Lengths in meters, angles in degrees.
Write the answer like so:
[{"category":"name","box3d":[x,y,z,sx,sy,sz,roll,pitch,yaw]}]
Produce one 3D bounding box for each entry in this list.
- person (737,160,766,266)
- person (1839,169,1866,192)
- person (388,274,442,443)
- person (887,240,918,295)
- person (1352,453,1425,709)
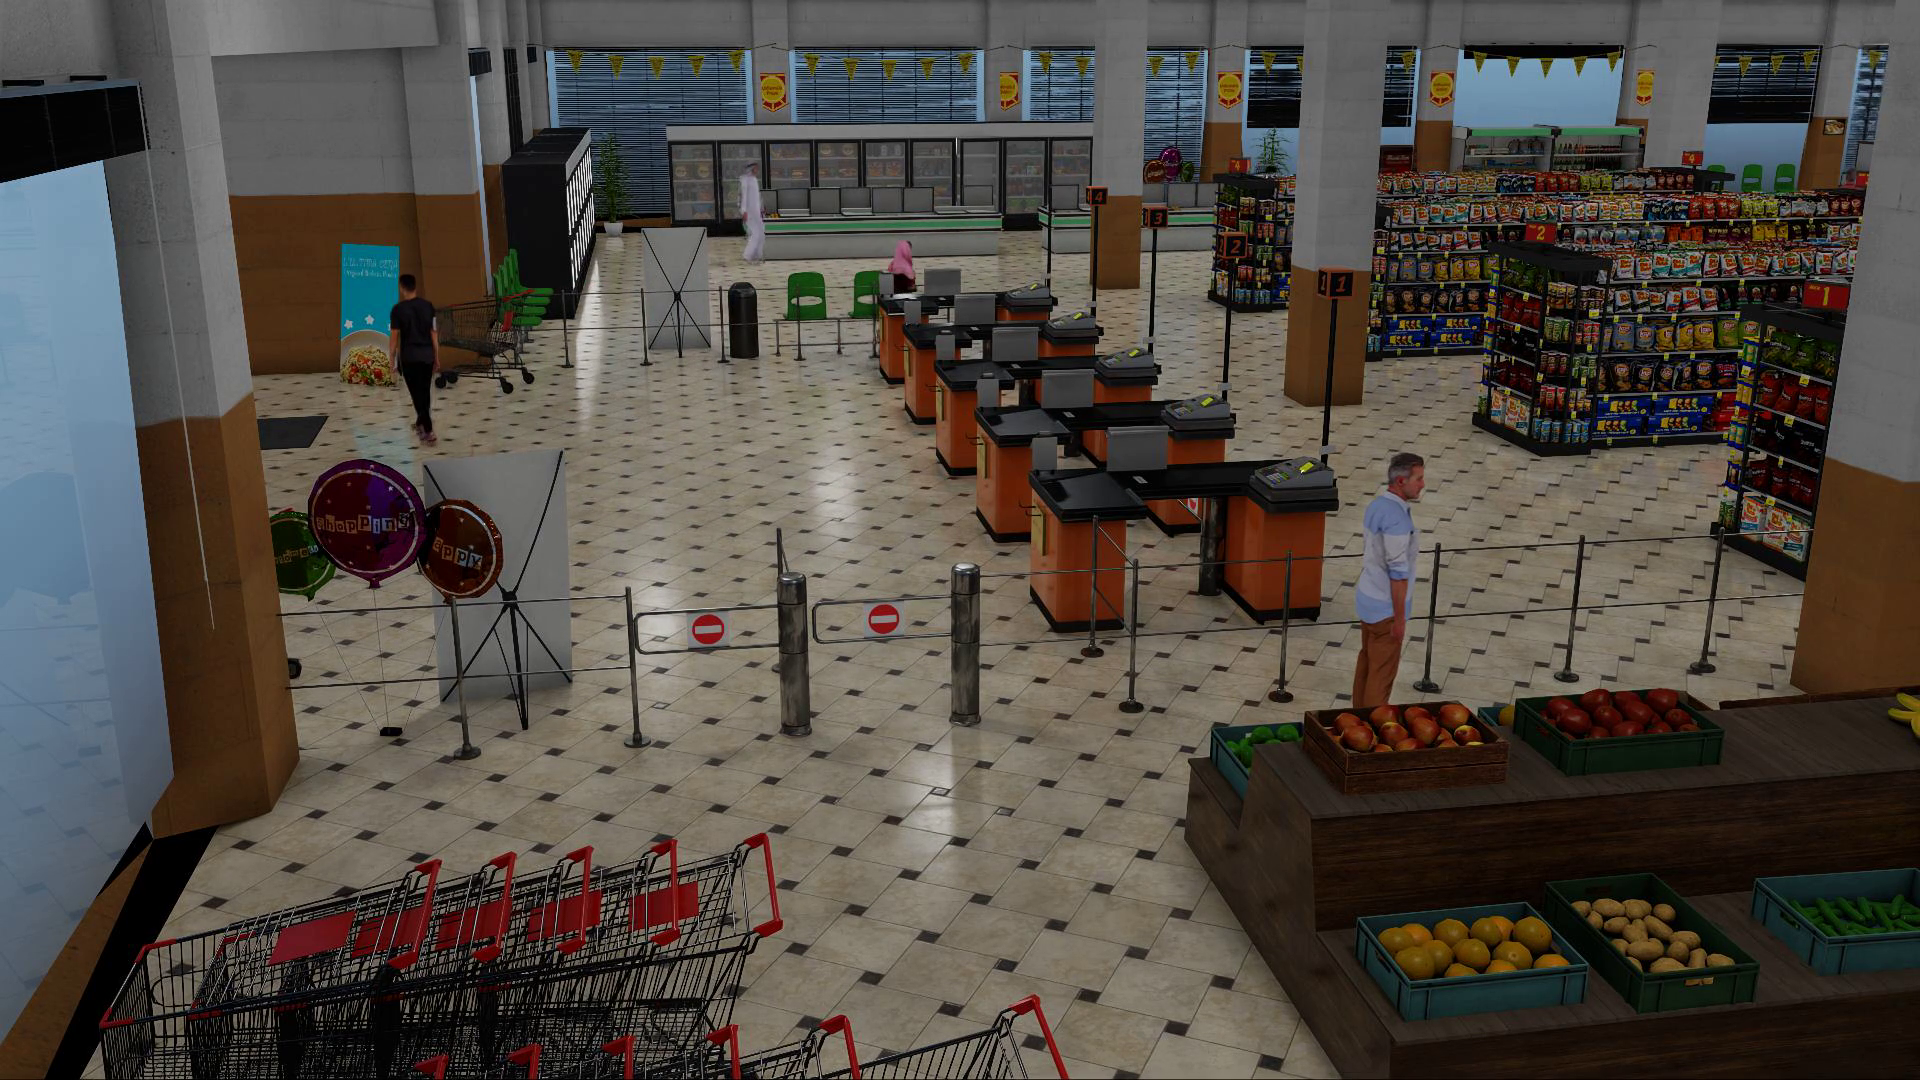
[{"category":"person","box3d":[-3.940,-6.078,30.880,0.942,1.919,0.895,6,18,19]},{"category":"person","box3d":[16.002,-5.782,30.058,0.573,1.831,0.793,1,17,3]},{"category":"person","box3d":[-5.631,-1.859,17.299,1.063,1.737,1.036,-14,22,-39]},{"category":"person","box3d":[-0.768,-3.033,21.350,0.802,1.630,0.784,-9,19,-26]},{"category":"person","box3d":[2.500,0.373,9.805,0.626,1.821,0.714,0,17,-1]}]
